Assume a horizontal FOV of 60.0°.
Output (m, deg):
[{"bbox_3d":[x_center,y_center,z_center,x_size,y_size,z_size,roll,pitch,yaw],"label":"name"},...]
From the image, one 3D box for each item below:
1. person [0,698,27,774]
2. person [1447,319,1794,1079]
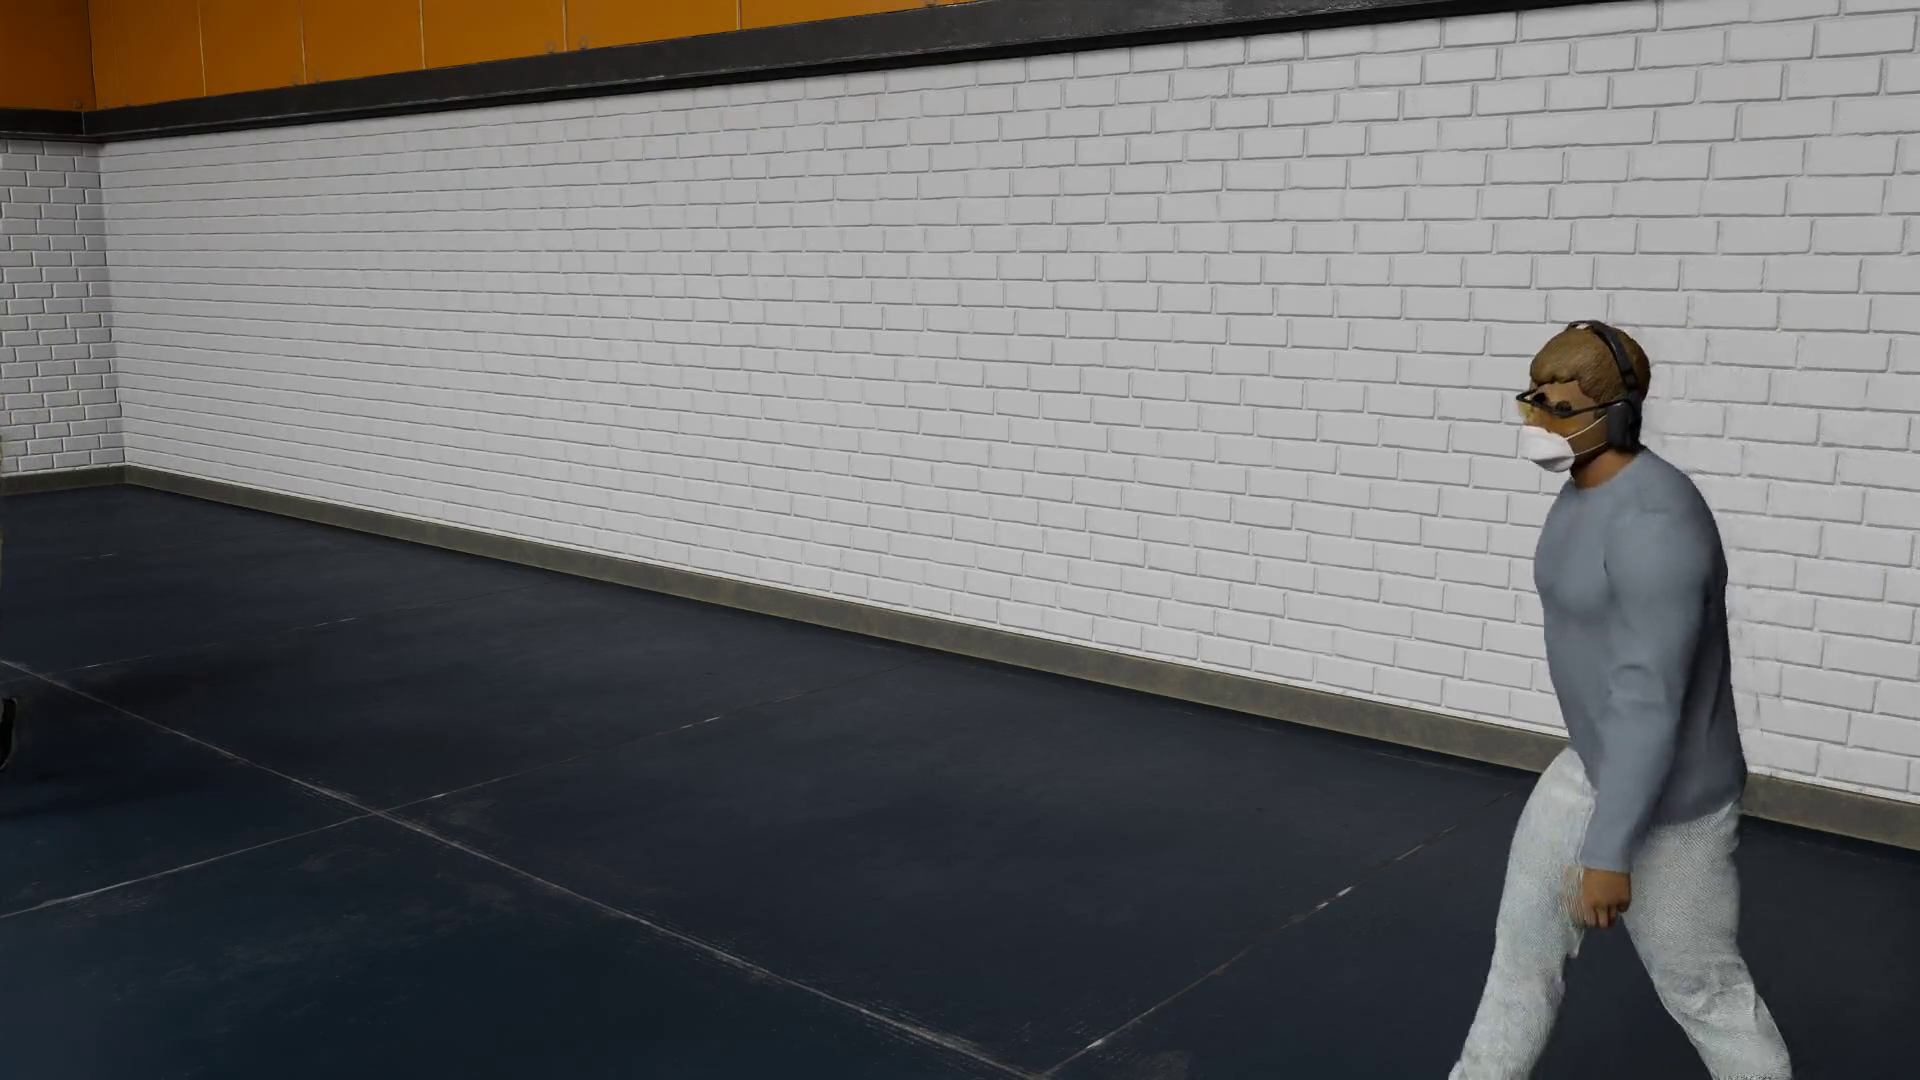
[{"bbox_3d":[-3.575,0.108,5.838,0.603,1.801,0.696,2,10,14],"label":"person"},{"bbox_3d":[1.299,0.509,3.312,1.020,1.877,0.653,1,10,3],"label":"person"}]
